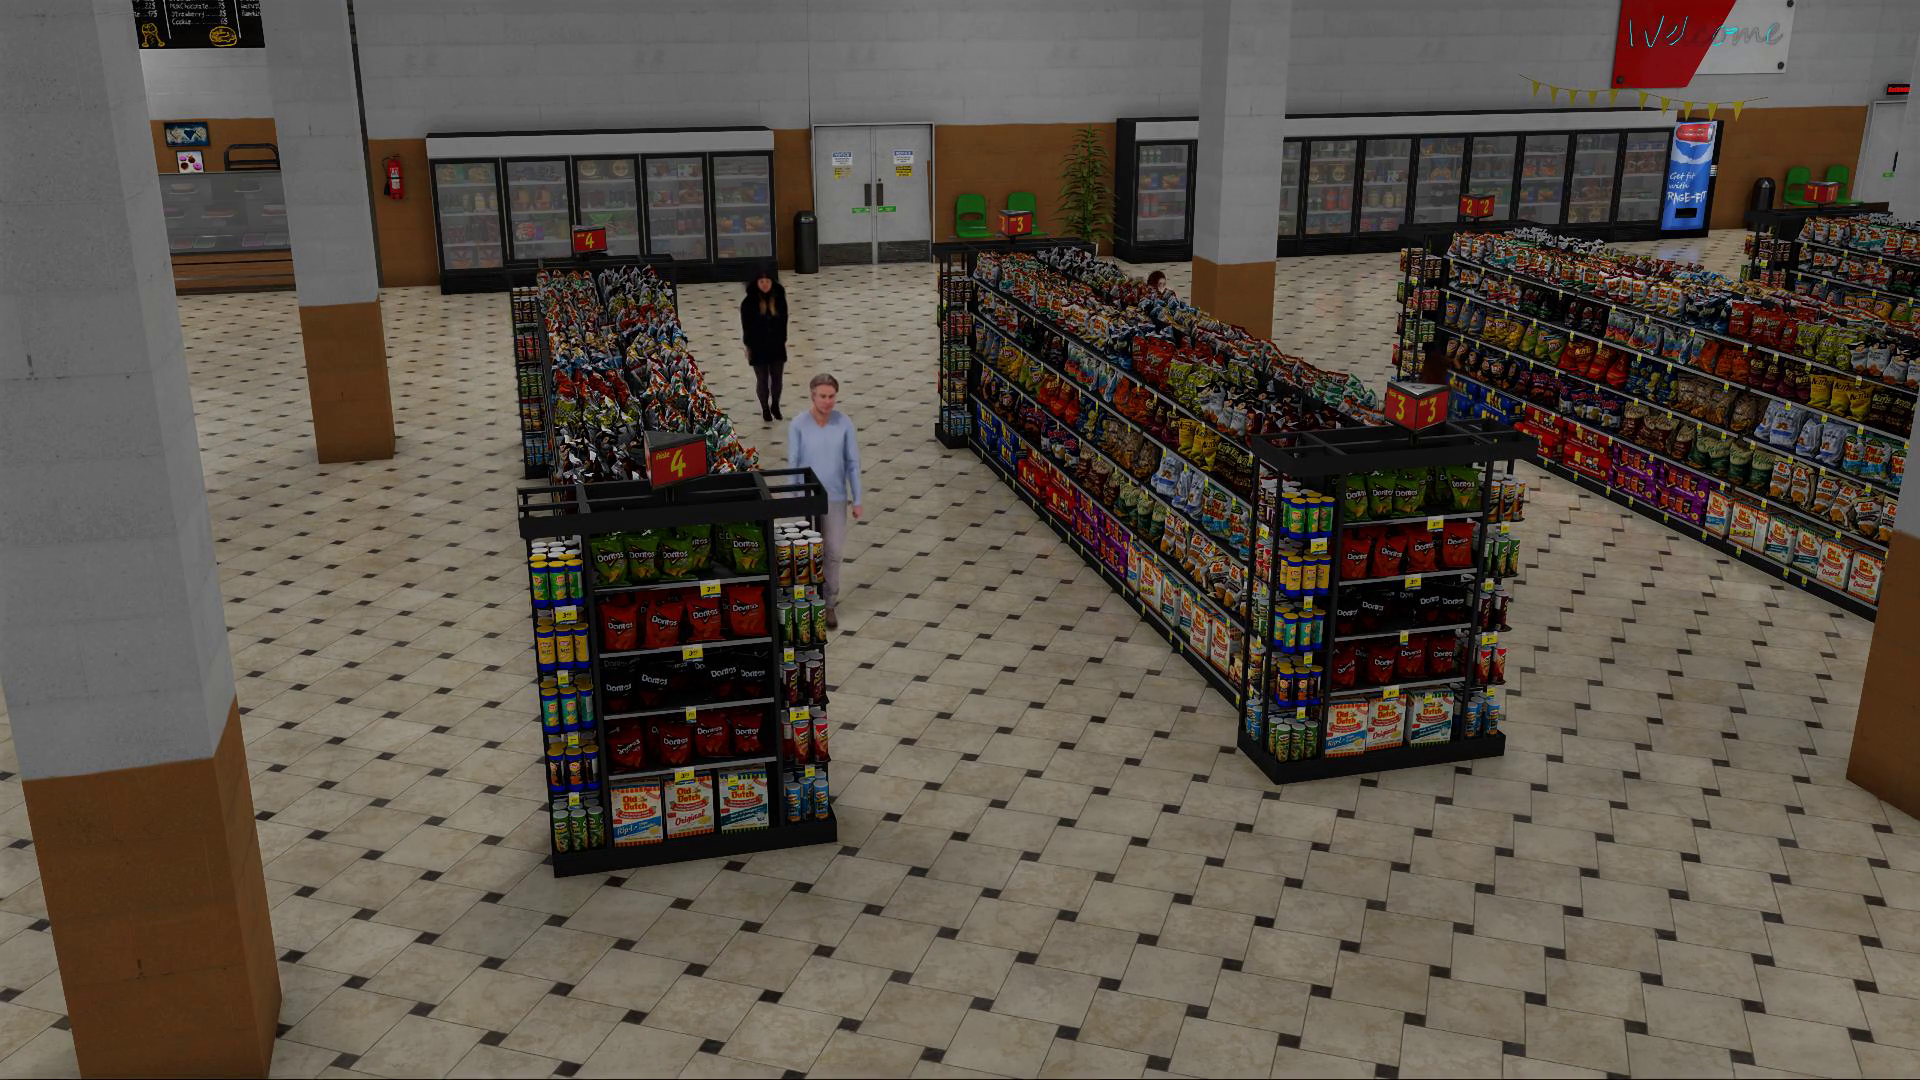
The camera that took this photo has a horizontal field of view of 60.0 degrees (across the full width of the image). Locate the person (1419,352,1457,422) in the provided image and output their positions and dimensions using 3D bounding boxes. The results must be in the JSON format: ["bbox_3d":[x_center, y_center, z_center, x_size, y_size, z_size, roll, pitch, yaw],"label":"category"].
[{"bbox_3d":[4.073,-0.851,14.339,0.709,1.443,1.029,-1,19,-4],"label":"person"}]

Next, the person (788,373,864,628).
[{"bbox_3d":[-1.010,-0.300,12.017,0.707,1.881,0.632,-3,19,-10],"label":"person"}]

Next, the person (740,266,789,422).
[{"bbox_3d":[-2.074,-2.072,17.609,0.648,1.666,0.644,-5,19,-14],"label":"person"}]
